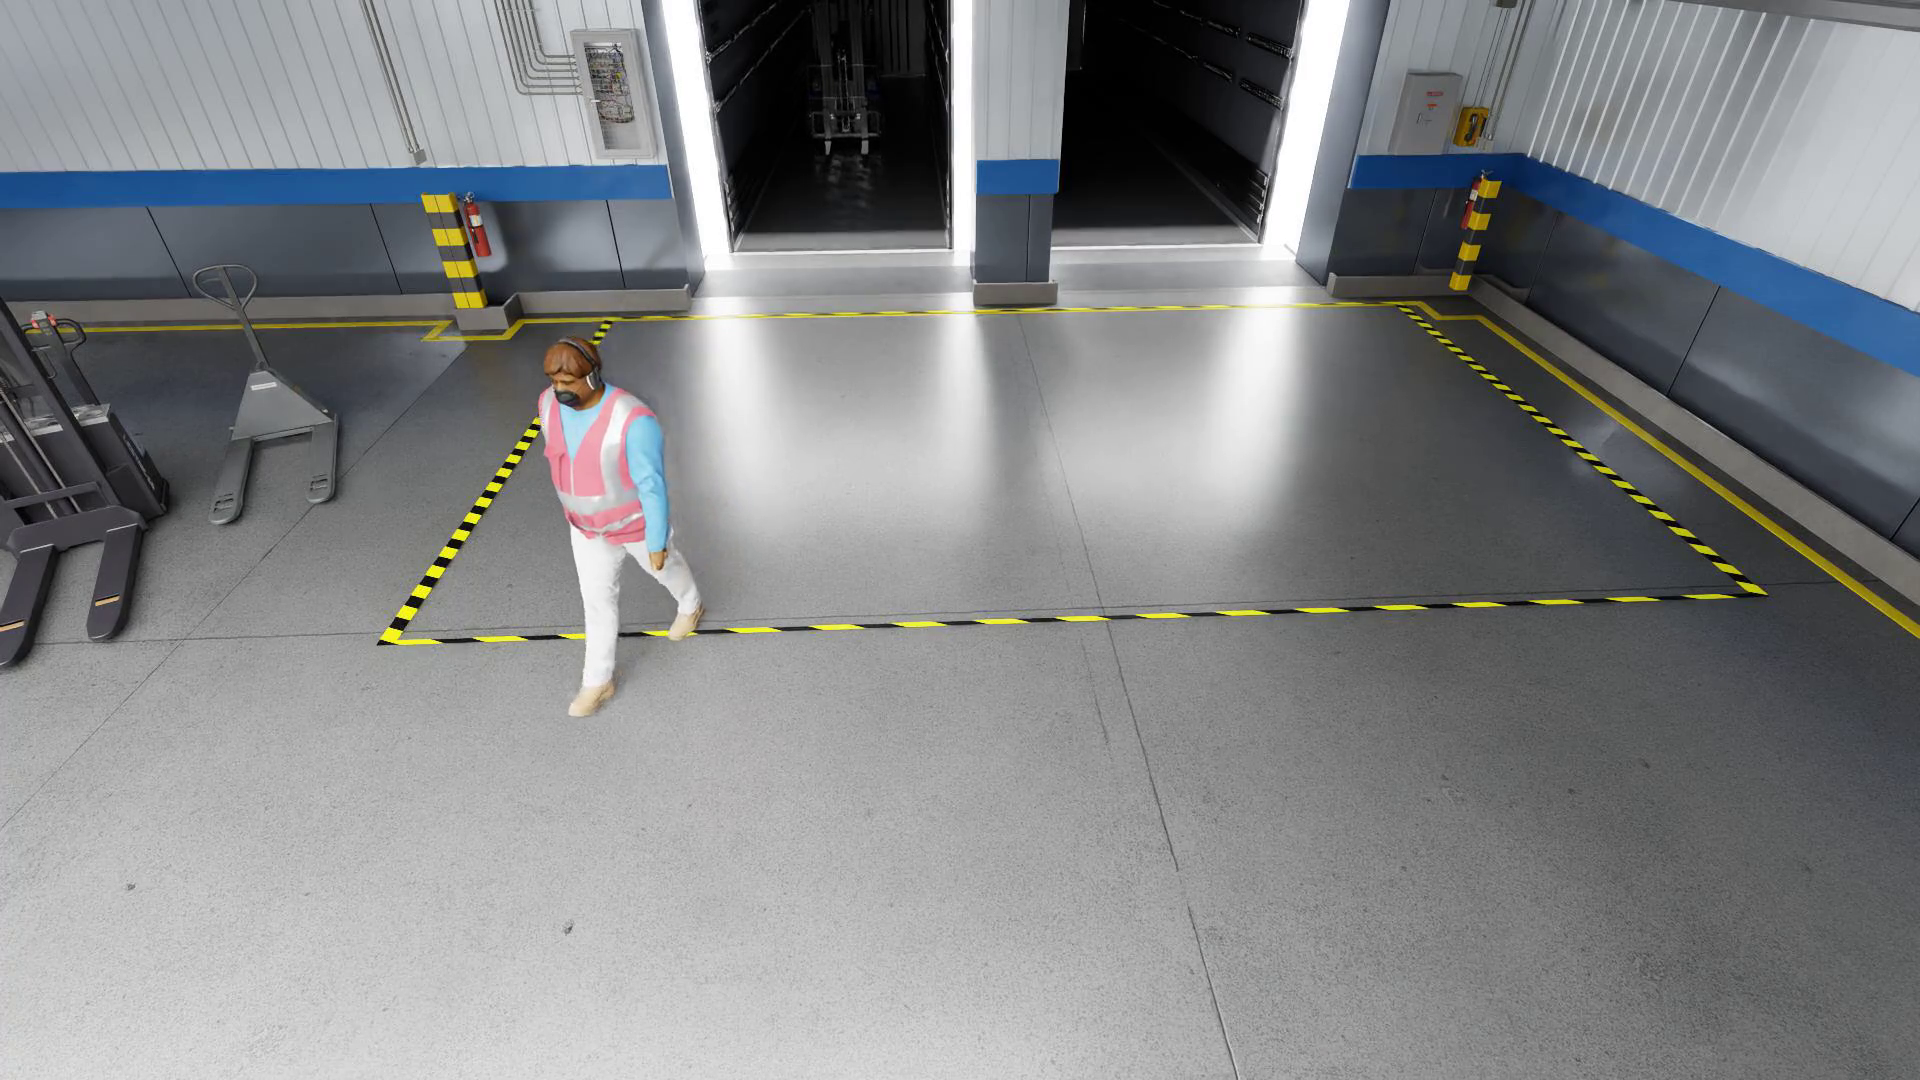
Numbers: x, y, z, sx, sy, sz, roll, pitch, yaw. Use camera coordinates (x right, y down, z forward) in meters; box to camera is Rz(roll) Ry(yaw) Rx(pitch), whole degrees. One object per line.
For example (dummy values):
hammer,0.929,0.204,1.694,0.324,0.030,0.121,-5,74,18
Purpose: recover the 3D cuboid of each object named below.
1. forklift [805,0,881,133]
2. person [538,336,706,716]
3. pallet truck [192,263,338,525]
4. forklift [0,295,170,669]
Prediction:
forklift,-1.919,-7.998,15.170,1.157,2.036,2.680,-3,35,-4
person,-1.629,-0.077,4.279,0.652,1.787,0.974,11,36,15
pallet truck,-4.778,-1.027,6.128,0.680,1.201,1.601,-17,38,-23
forklift,-5.212,-0.618,4.878,0.823,1.965,1.885,-20,39,-26
